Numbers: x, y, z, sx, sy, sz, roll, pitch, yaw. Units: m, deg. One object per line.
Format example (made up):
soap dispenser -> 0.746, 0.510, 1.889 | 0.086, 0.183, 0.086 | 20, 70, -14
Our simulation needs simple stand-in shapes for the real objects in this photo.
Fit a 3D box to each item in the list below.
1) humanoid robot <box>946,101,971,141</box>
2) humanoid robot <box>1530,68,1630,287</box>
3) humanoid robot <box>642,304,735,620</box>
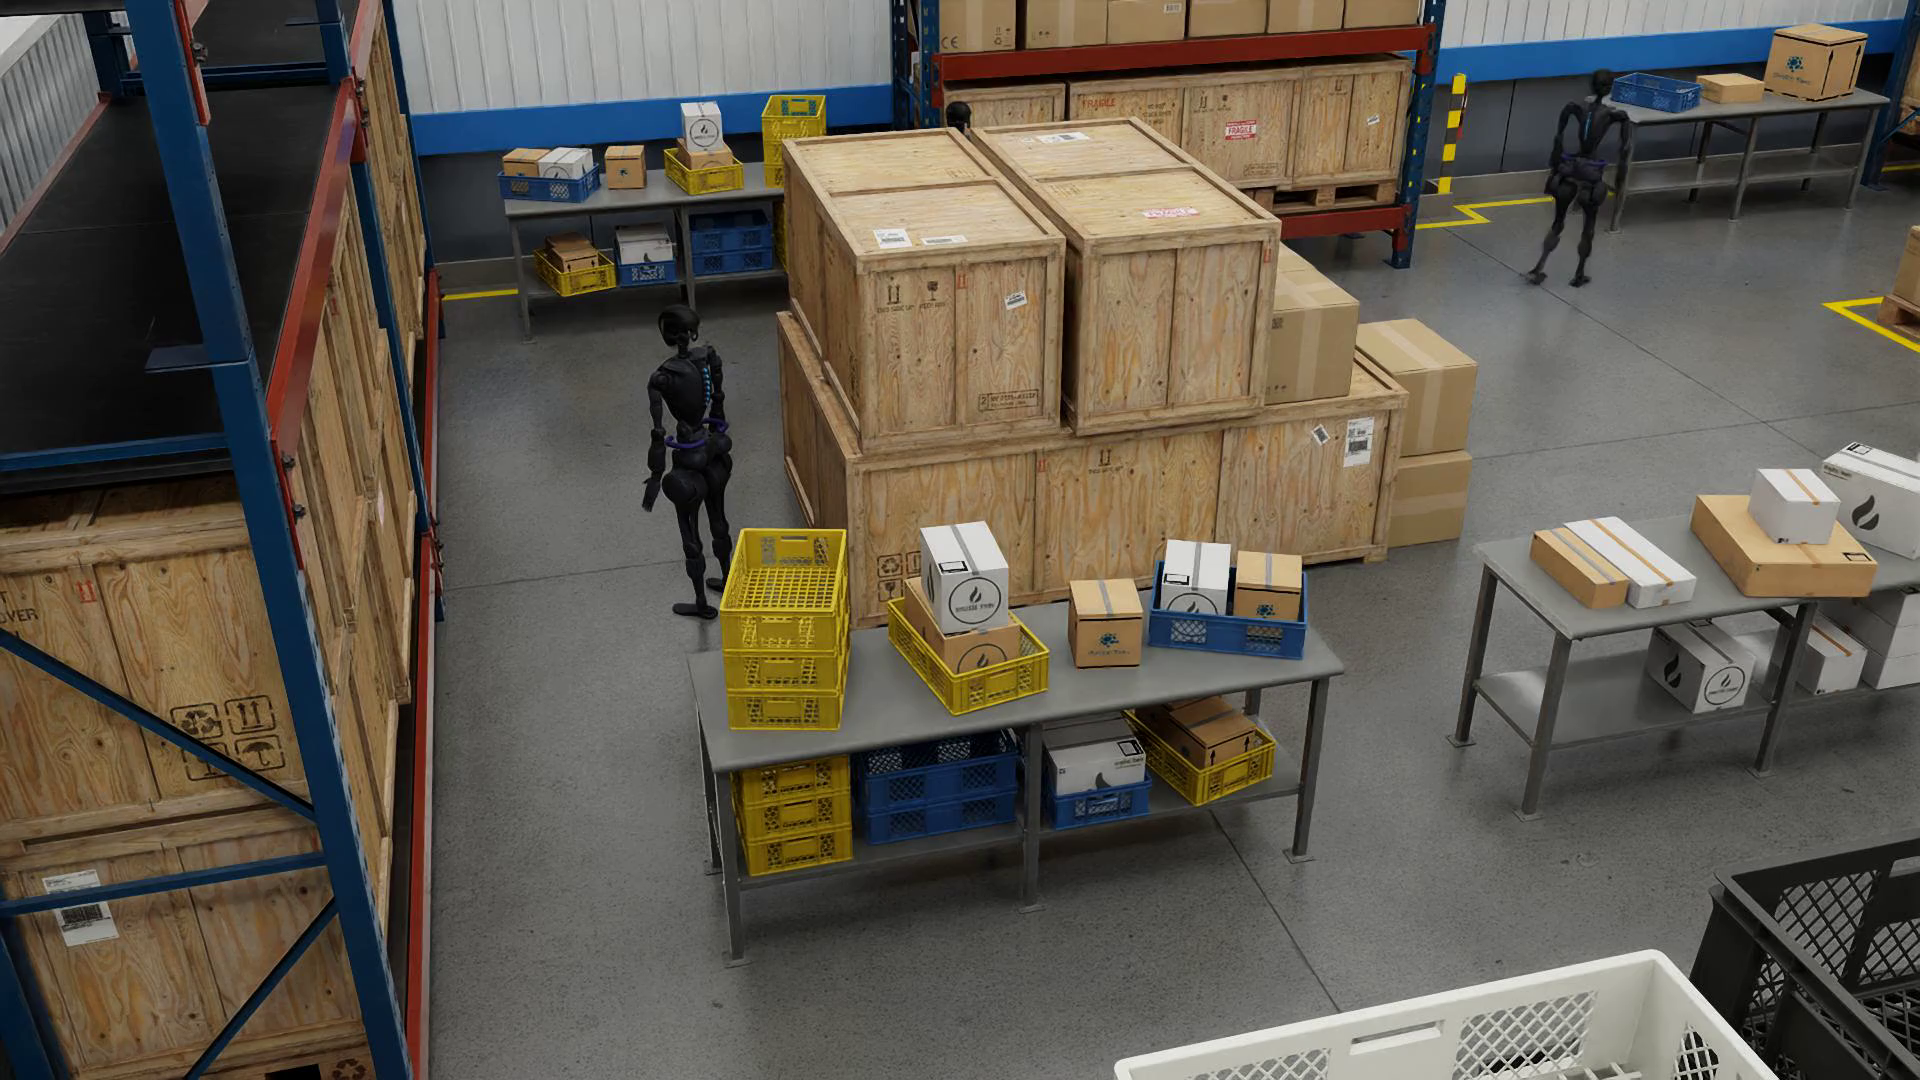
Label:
humanoid robot -> -0.001, -2.267, 11.759 | 0.317, 1.656, 0.613 | 18, 34, 30
humanoid robot -> 4.763, -2.745, 12.632 | 0.628, 1.650, 0.371 | 22, 36, 34
humanoid robot -> -1.353, -0.403, 8.373 | 0.328, 1.658, 0.583 | 15, 32, 26
